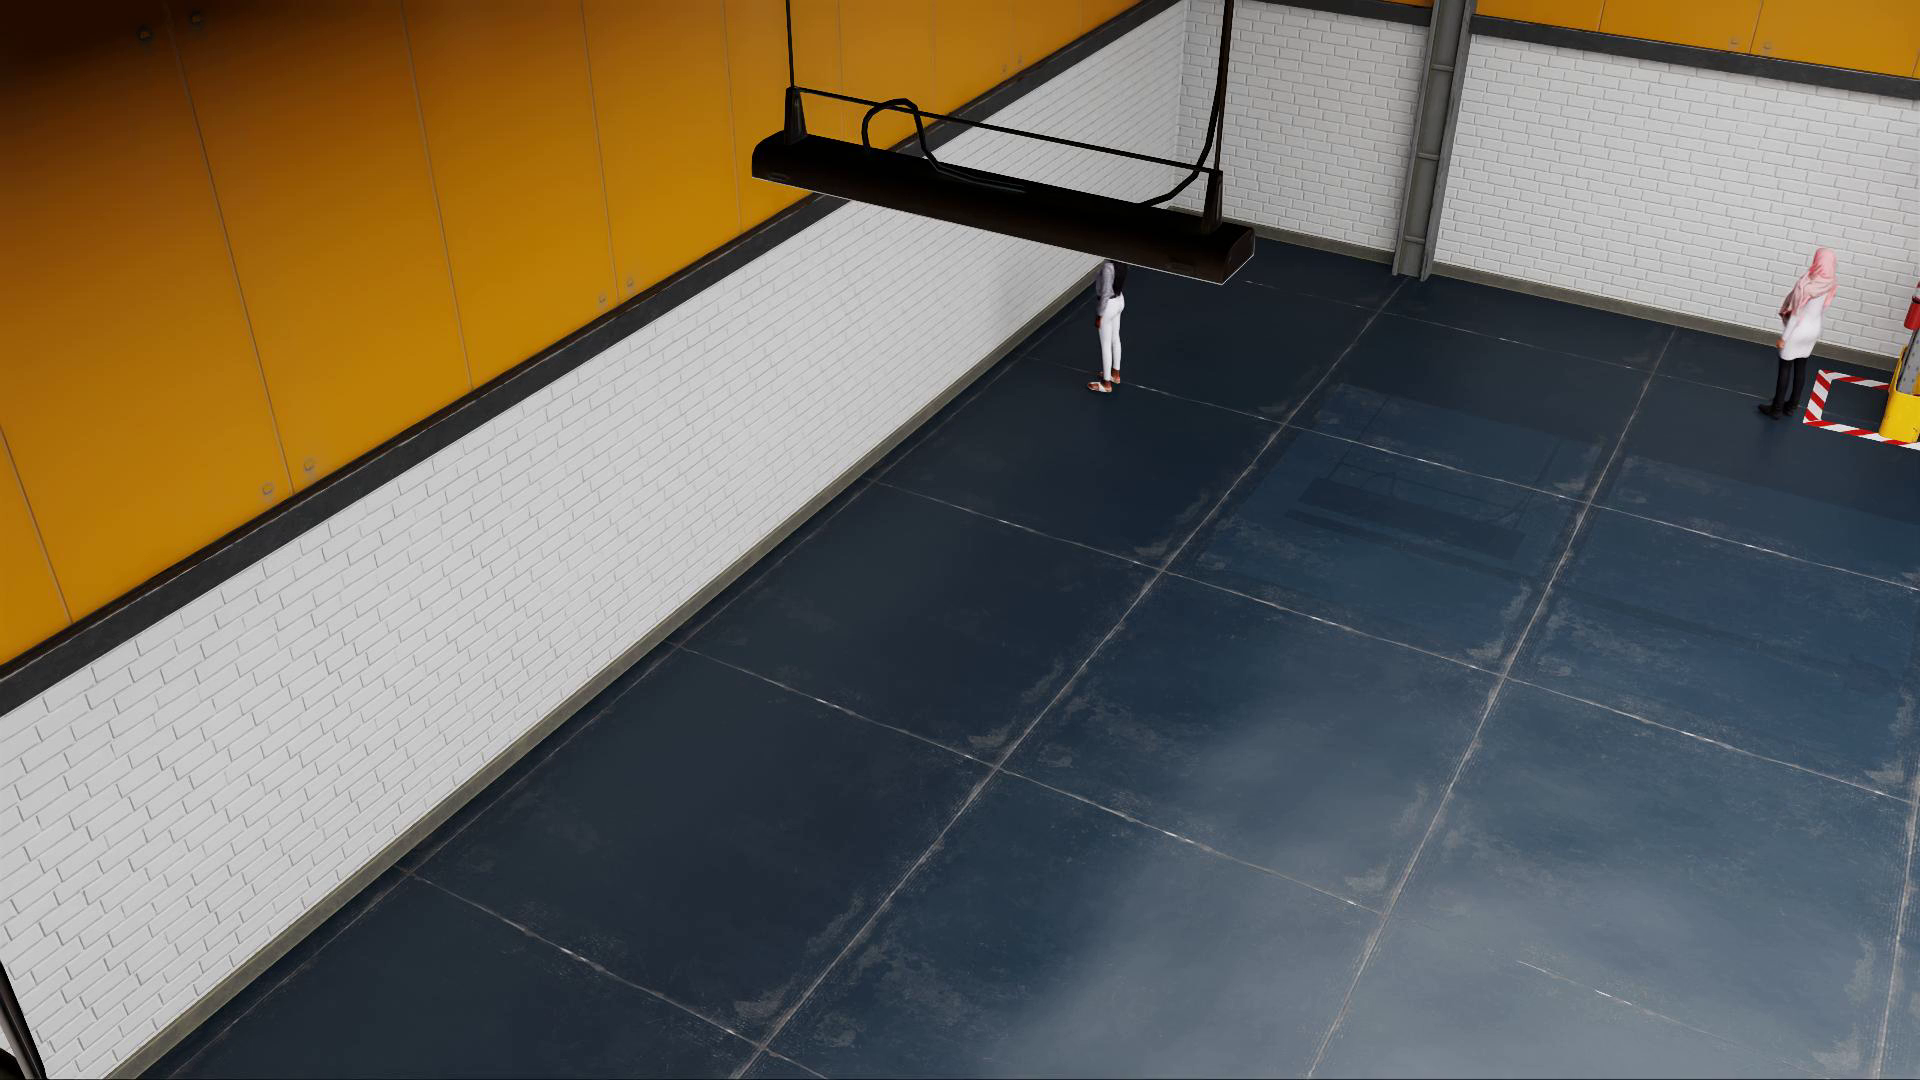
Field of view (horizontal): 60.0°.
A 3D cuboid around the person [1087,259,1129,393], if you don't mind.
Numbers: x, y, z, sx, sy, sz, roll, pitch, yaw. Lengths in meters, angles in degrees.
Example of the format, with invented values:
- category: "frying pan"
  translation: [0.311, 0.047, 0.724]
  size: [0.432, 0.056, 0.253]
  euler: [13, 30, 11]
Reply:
- category: "person"
  translation: [1.530, -2.347, 16.992]
  size: [0.503, 1.725, 0.592]
  euler: [18, 38, 25]

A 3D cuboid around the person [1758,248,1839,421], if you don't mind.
- category: "person"
  translation: [8.328, -2.044, 16.464]
  size: [0.735, 1.803, 0.789]
  euler: [-10, 35, -14]
